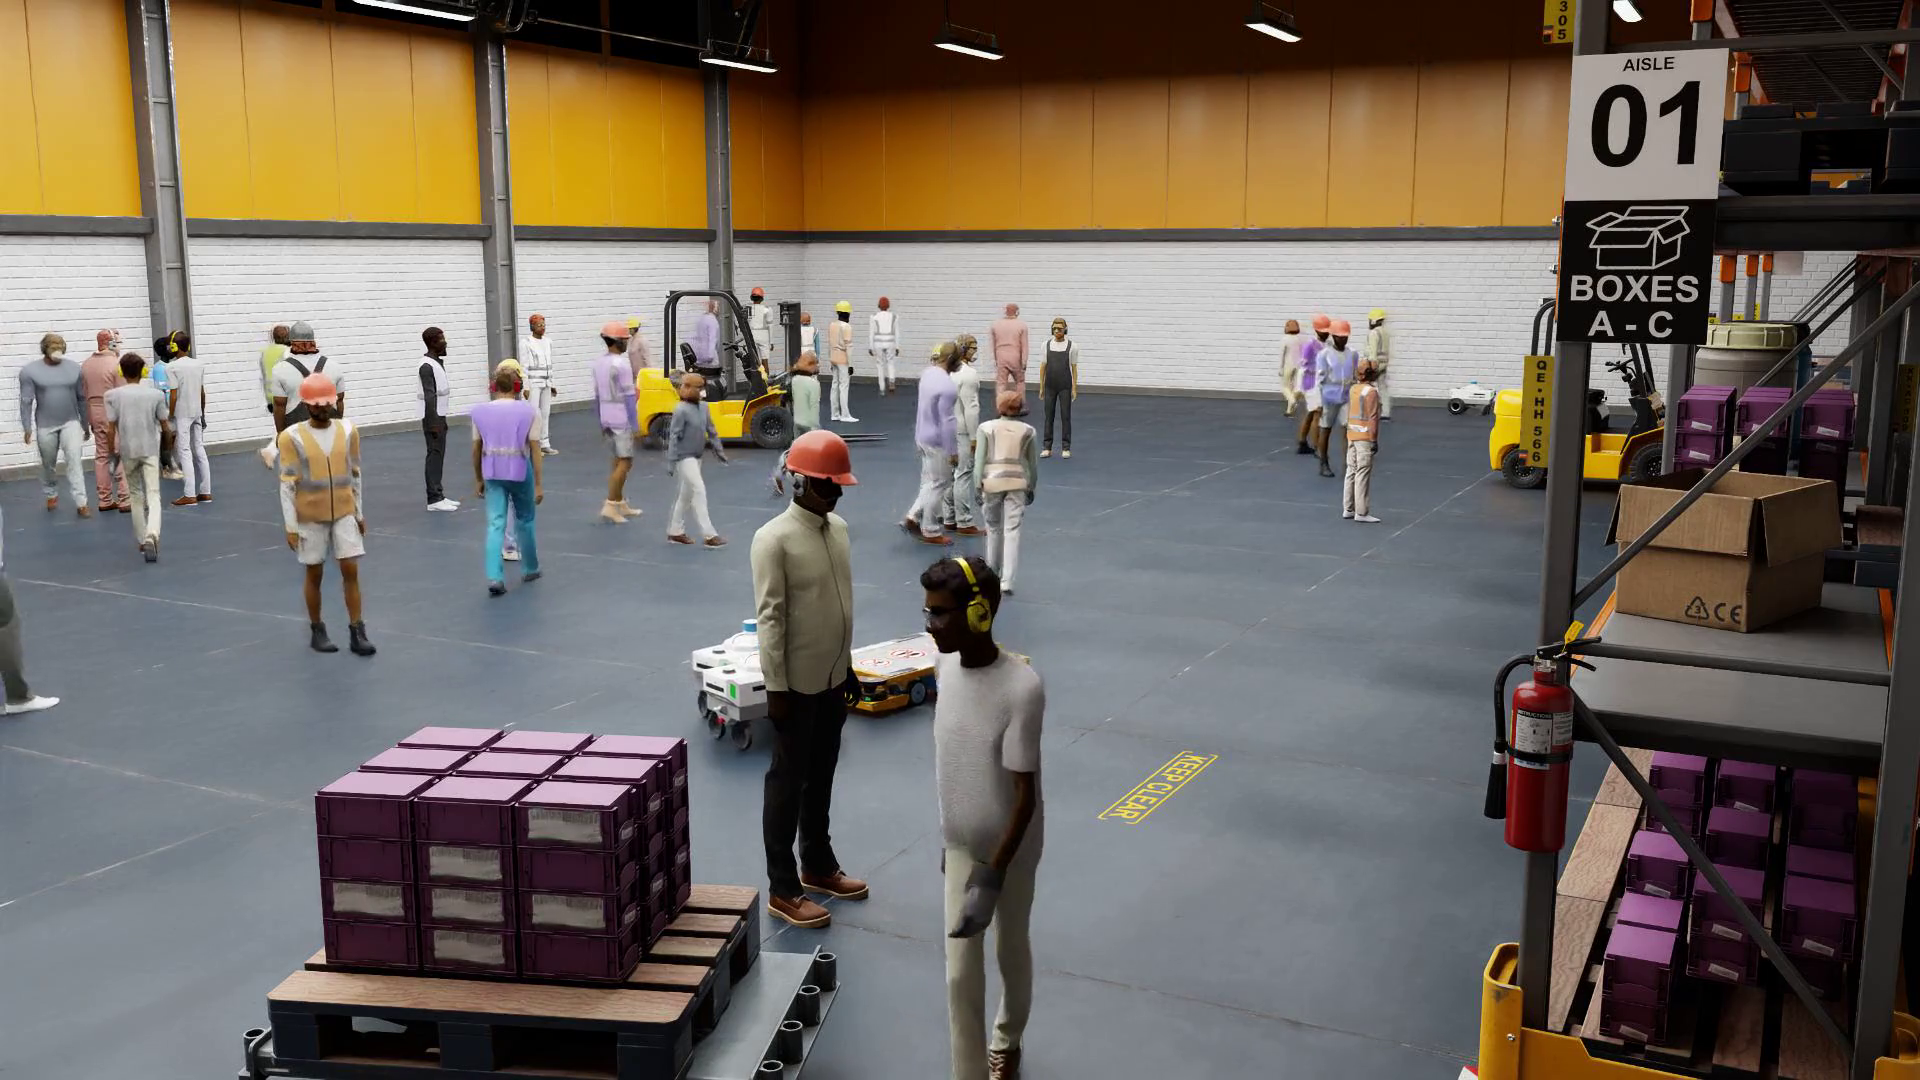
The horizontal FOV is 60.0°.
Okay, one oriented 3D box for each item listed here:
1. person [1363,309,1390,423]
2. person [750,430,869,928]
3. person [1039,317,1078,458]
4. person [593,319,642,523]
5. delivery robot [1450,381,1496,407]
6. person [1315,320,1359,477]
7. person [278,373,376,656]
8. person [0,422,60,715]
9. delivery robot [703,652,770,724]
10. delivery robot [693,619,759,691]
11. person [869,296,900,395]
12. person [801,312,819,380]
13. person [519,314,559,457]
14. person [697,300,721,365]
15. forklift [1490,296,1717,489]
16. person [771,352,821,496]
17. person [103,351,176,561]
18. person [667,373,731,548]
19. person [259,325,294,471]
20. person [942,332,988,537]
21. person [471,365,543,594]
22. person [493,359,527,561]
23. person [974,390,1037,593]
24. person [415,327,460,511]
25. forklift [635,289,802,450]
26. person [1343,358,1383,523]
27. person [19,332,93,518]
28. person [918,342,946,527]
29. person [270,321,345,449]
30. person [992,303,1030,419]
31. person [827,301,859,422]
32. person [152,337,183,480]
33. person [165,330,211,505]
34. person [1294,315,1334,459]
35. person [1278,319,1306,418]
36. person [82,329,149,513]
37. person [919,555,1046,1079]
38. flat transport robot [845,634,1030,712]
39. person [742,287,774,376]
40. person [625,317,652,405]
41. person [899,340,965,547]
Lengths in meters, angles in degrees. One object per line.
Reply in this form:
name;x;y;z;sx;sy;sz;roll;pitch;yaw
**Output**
person;6.537;-2.781;26.535;0.883;1.790;0.612;9;13;42
person;-0.592;0.544;6.736;0.391;1.988;0.611;5;11;26
person;1.289;-1.987;21.796;0.505;1.847;0.344;2;10;13
person;-3.425;-1.184;16.647;0.500;2.055;0.613;-8;13;-39
delivery robot;8.569;-2.419;27.759;0.707;0.478;0.477;5;11;26
person;4.484;-1.641;19.648;0.576;1.887;0.969;-2;10;-10
person;-4.195;-0.148;11.046;0.571;1.894;0.790;-8;12;-38
person;-5.683;0.122;9.441;0.588;1.902;0.827;5;11;28
delivery robot;-1.057;0.787;9.201;0.707;0.478;0.477;-8;13;-39
delivery robot;-1.204;0.706;9.670;0.477;0.478;0.707;9;13;41
person;-1.443;-3.674;31.505;0.578;1.871;0.438;-3;10;-14
person;-2.737;-3.221;29.543;0.517;1.638;0.314;-4;11;-24
person;-5.566;-2.040;21.990;0.340;1.882;0.585;5;11;28
person;-4.559;-3.314;29.487;0.714;1.862;0.661;-7;12;-34
forklift;7.296;-1.677;18.993;2.313;2.155;1.214;5;11;27
person;-1.743;-1.269;18.332;0.717;1.613;0.505;-9;13;-42
person;-7.205;-0.737;14.630;0.526;1.831;0.887;-4;11;-24
person;-2.364;-0.717;15.169;0.802;1.596;0.516;4;10;20
person;-8.303;-1.718;20.334;0.624;1.818;0.750;5;11;28
person;0.010;-1.000;15.825;0.375;1.936;0.627;-5;11;-25
person;-3.608;-0.487;13.263;0.596;1.806;0.956;0;10;1
person;-3.919;-0.699;14.572;0.314;1.769;0.525;-3;10;-16
person;0.360;-0.402;13.354;0.517;1.575;0.850;0;10;-2
person;-5.502;-1.265;17.415;0.375;1.918;0.598;-2;10;-9
forklift;-3.358;-2.392;23.136;2.313;2.155;1.214;-1;10;-5
person;4.038;-0.998;16.668;0.313;1.639;0.517;-2;10;-12
person;-9.288;-1.185;17.095;0.644;1.905;0.992;-7;12;-36
person;-0.201;-1.037;16.434;0.455;1.817;0.638;-6;11;-31
person;-6.298;-1.087;16.025;0.684;2.000;0.538;-8;13;-40
person;0.849;-2.923;27.152;0.659;1.871;0.923;4;10;20
person;-1.877;-2.838;26.489;0.385;1.928;0.589;-8;12;-37
person;-9.402;-1.563;19.770;0.318;1.698;0.535;-2;10;-13
person;-8.267;-1.302;17.762;0.328;1.872;0.511;3;10;19
person;4.693;-2.018;21.894;0.609;1.886;0.687;-9;13;-43
person;5.409;-2.783;27.057;0.505;1.619;0.464;-4;11;-21
person;-8.781;-1.236;17.280;0.651;1.904;0.402;4;11;24
person;0.068;0.941;4.969;0.457;1.797;0.899;6;11;29
flat transport robot;-0.271;0.784;10.310;0.652;0.197;1.431;9;13;41
person;-3.850;-3.802;31.729;0.605;2.045;0.383;0;10;0
person;-4.828;-2.471;24.939;0.649;1.727;0.535;-7;12;-35
person;-0.200;-0.860;15.109;0.481;1.902;0.678;-3;10;-18
